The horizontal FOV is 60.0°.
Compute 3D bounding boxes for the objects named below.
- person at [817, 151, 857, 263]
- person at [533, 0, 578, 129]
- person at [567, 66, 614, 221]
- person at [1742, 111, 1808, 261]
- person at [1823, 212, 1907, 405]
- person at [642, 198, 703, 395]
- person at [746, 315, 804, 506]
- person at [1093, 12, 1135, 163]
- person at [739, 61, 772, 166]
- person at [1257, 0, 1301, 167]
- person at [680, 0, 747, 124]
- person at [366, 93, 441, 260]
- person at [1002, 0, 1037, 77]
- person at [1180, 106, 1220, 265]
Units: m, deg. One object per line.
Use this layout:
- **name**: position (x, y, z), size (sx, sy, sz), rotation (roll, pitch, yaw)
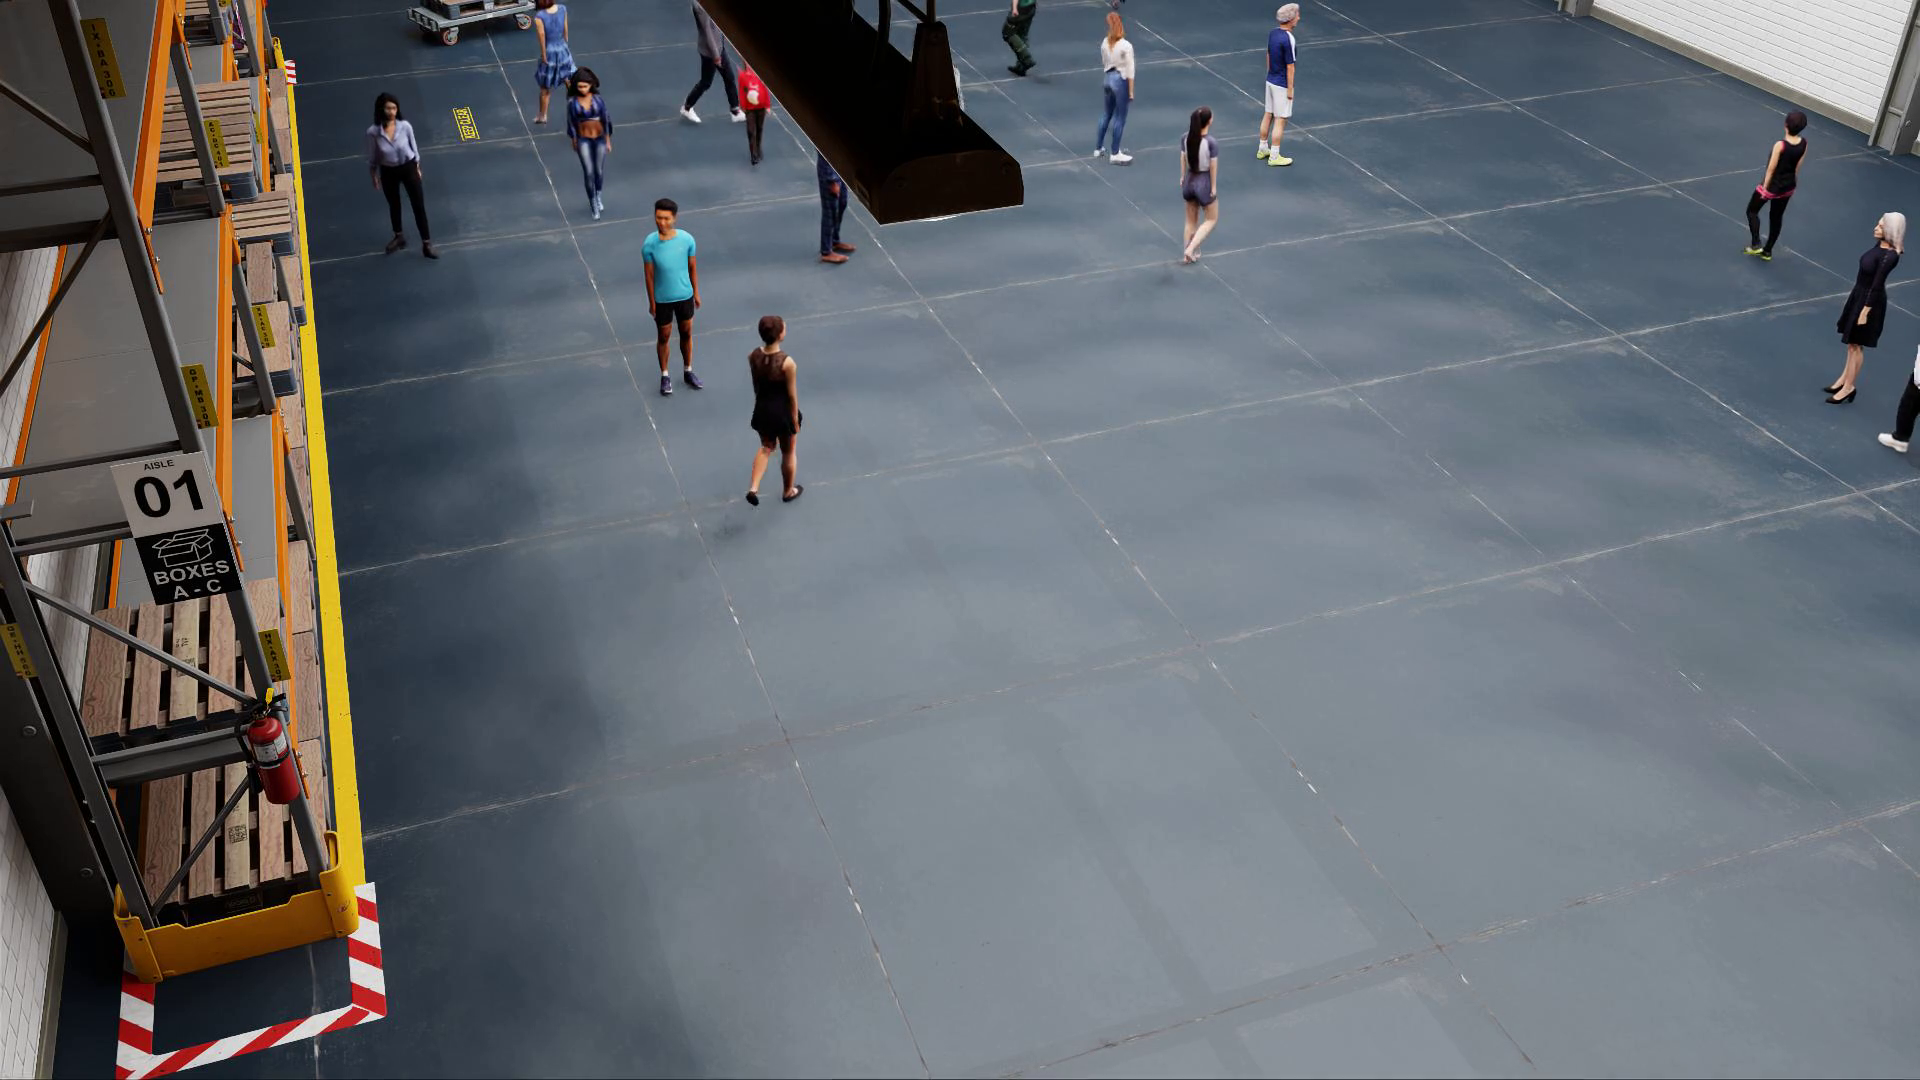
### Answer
- **person**: position (-1.292, -3.743, 16.864), size (0.820, 1.813, 0.720), rotation (8, 34, 12)
- **person**: position (-4.747, -5.665, 19.799), size (1.126, 1.765, 0.944), rotation (26, 41, 33)
- **person**: position (-3.975, -4.301, 17.894), size (0.602, 1.602, 0.729), rotation (-12, 36, -18)
- **person**: position (8.313, -3.556, 16.828), size (0.584, 1.543, 0.606), rotation (-4, 34, -7)
- **person**: position (7.791, -2.000, 14.306), size (0.761, 1.743, 0.687), rotation (11, 35, 16)
- **person**: position (-2.506, -2.128, 14.468), size (0.606, 1.775, 0.504), rotation (-12, 35, -17)
- **person**: position (-1.468, -0.947, 12.794), size (0.884, 1.663, 0.936), rotation (16, 37, 22)
- **person**: position (1.816, -5.206, 19.157), size (0.784, 1.712, 0.605), rotation (-12, 35, -17)
- **person**: position (-2.388, -5.042, 19.321), size (0.507, 1.257, 0.814), rotation (-10, 35, -15)
- **person**: position (3.675, -5.245, 19.102), size (0.692, 1.837, 0.468), rotation (-12, 35, -17)
- **person**: position (-3.091, -5.908, 20.144), size (1.187, 1.790, 1.208), rotation (9, 35, 13)
- **person**: position (-5.732, -3.707, 16.893), size (0.671, 1.721, 0.789), rotation (-9, 35, -13)
- **person**: position (0.864, -6.943, 21.665), size (0.881, 1.827, 0.831), rotation (23, 40, 30)
- **person**: position (2.344, -3.501, 16.660), size (0.788, 1.637, 0.708), rotation (-29, 43, -36)
